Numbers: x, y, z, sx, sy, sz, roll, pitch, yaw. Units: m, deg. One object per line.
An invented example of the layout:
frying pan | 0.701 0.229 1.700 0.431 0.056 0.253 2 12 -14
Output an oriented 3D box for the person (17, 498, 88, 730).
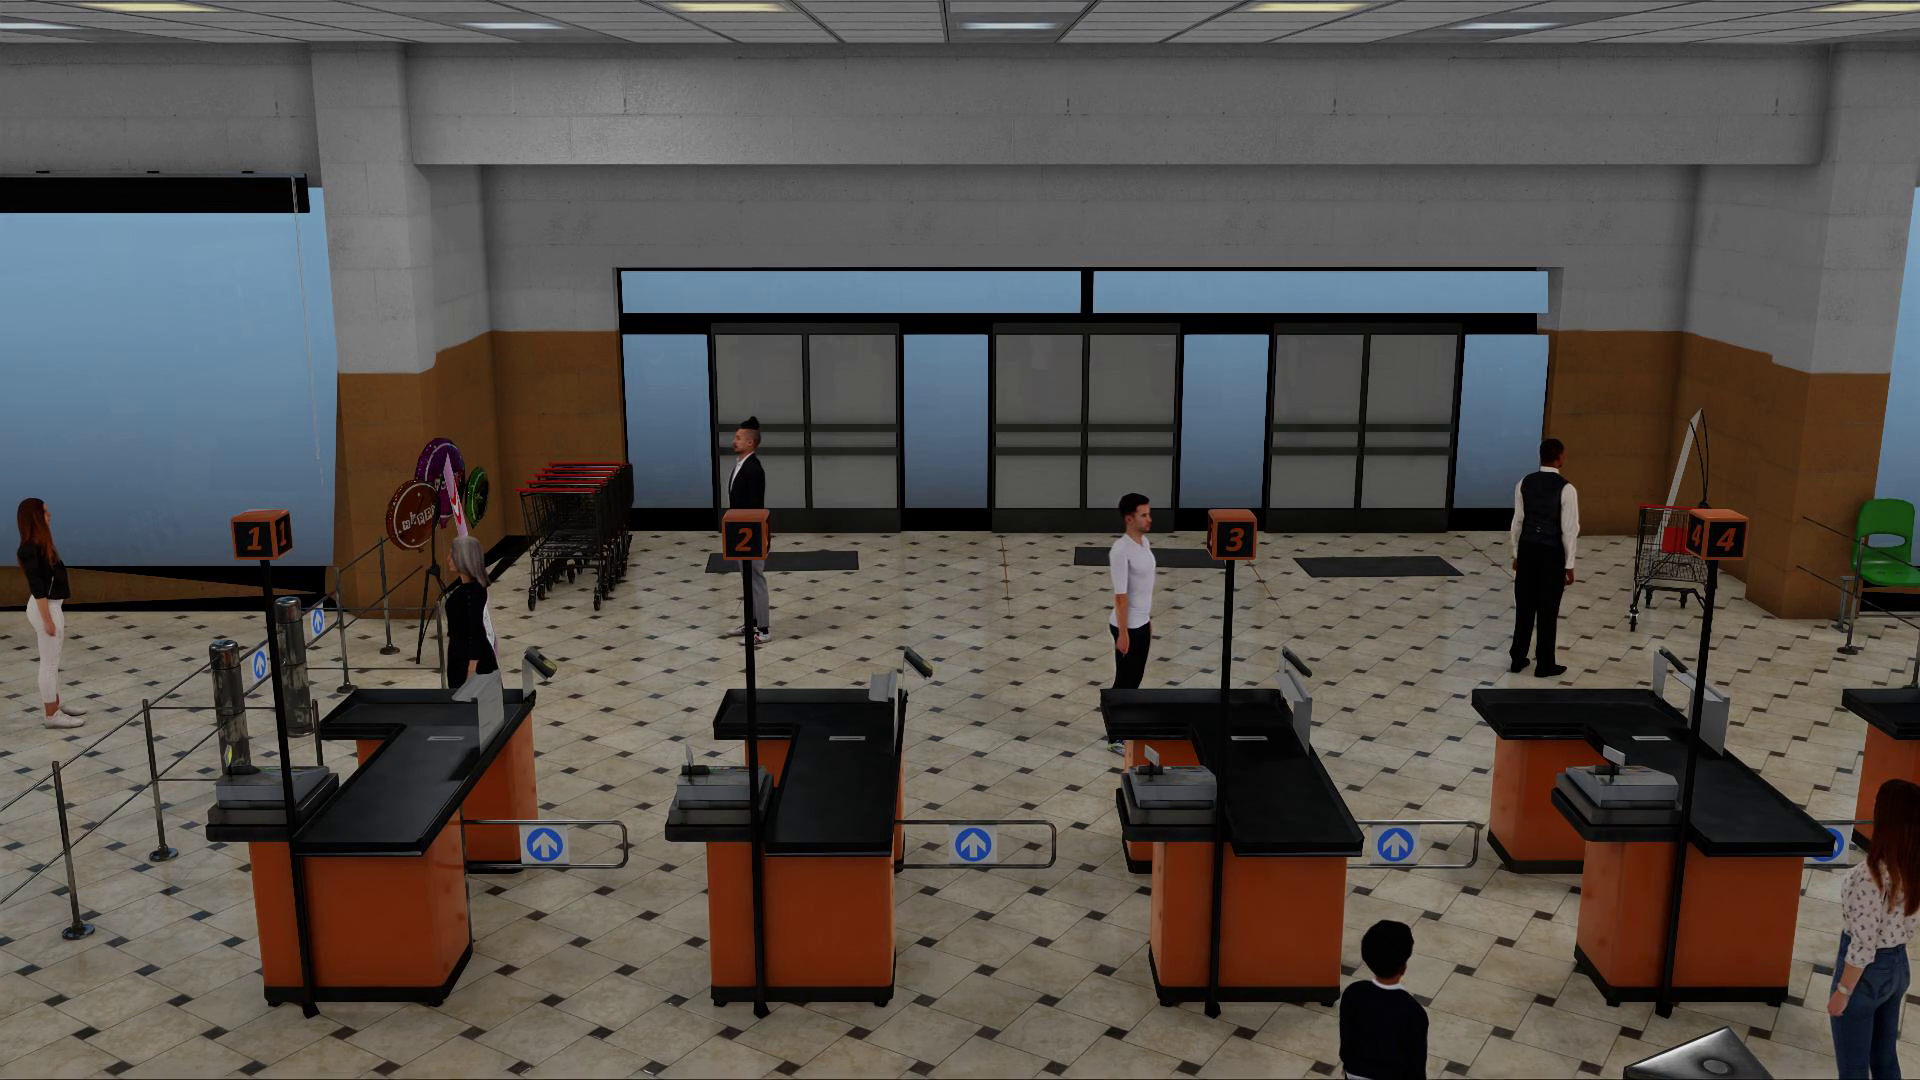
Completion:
person | -6.691 0.522 12.173 0.722 1.704 0.588 -6 15 -22

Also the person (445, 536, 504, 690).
person | -3.187 0.820 10.856 0.749 1.746 0.632 -6 15 -22

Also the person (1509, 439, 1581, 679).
person | 4.661 0.133 13.325 0.828 1.918 0.764 -13 19 -43

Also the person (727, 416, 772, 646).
person | -1.783 -0.090 14.178 0.846 1.949 0.690 -6 15 -22

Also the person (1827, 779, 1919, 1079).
person | 3.771 1.799 6.859 0.657 1.729 0.667 -8 16 -30

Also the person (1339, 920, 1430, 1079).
person | 1.688 2.106 6.664 0.575 1.224 0.600 8 16 29

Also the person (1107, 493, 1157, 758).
person | 1.198 0.575 11.645 0.813 1.851 0.663 7 15 26
